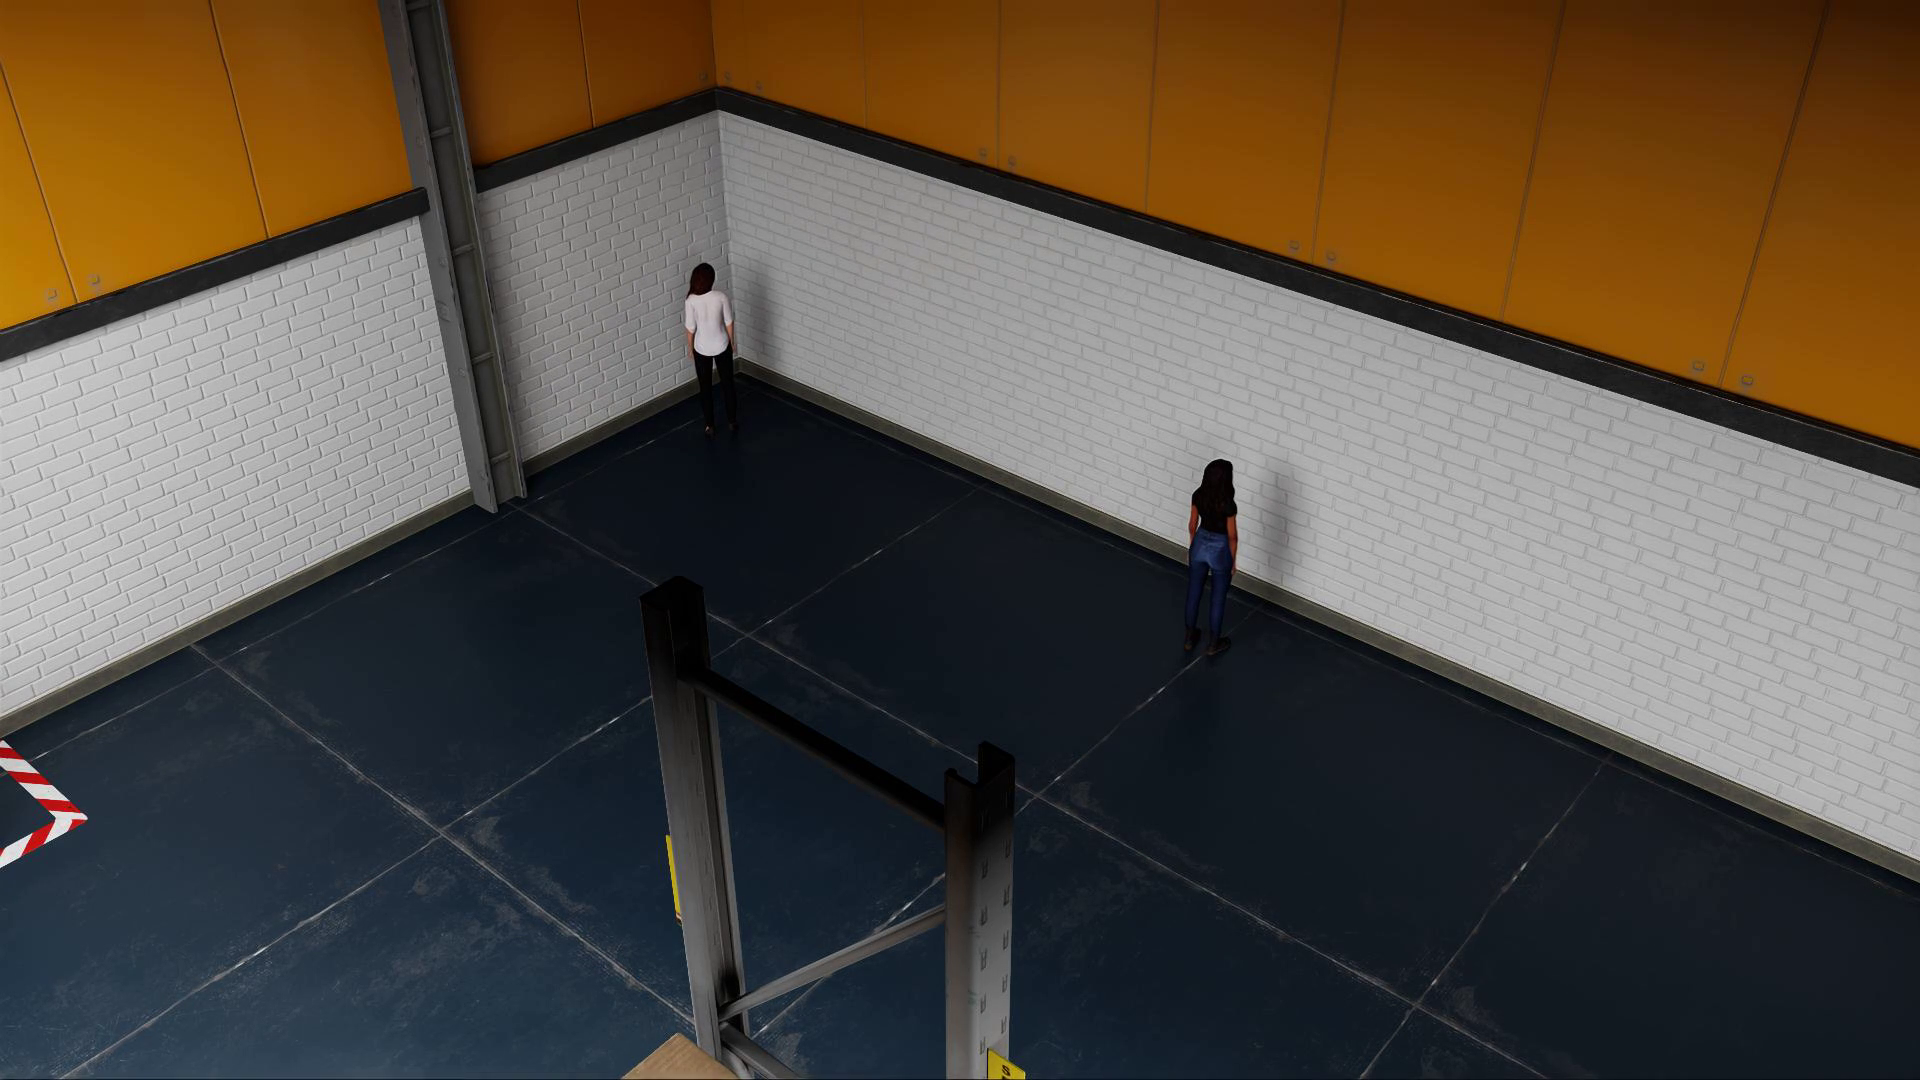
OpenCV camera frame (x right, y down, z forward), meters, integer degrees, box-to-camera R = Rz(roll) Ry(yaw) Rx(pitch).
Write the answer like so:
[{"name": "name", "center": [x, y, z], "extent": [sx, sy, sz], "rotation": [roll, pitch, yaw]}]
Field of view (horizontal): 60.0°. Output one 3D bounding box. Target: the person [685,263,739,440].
[{"name": "person", "center": [-2.367, -1.799, 15.879], "extent": [0.647, 1.794, 0.750], "rotation": [-9, 35, -13]}]

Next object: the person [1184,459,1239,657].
[{"name": "person", "center": [1.964, 0.135, 13.018], "extent": [0.579, 1.740, 0.560], "rotation": [19, 38, 26]}]
